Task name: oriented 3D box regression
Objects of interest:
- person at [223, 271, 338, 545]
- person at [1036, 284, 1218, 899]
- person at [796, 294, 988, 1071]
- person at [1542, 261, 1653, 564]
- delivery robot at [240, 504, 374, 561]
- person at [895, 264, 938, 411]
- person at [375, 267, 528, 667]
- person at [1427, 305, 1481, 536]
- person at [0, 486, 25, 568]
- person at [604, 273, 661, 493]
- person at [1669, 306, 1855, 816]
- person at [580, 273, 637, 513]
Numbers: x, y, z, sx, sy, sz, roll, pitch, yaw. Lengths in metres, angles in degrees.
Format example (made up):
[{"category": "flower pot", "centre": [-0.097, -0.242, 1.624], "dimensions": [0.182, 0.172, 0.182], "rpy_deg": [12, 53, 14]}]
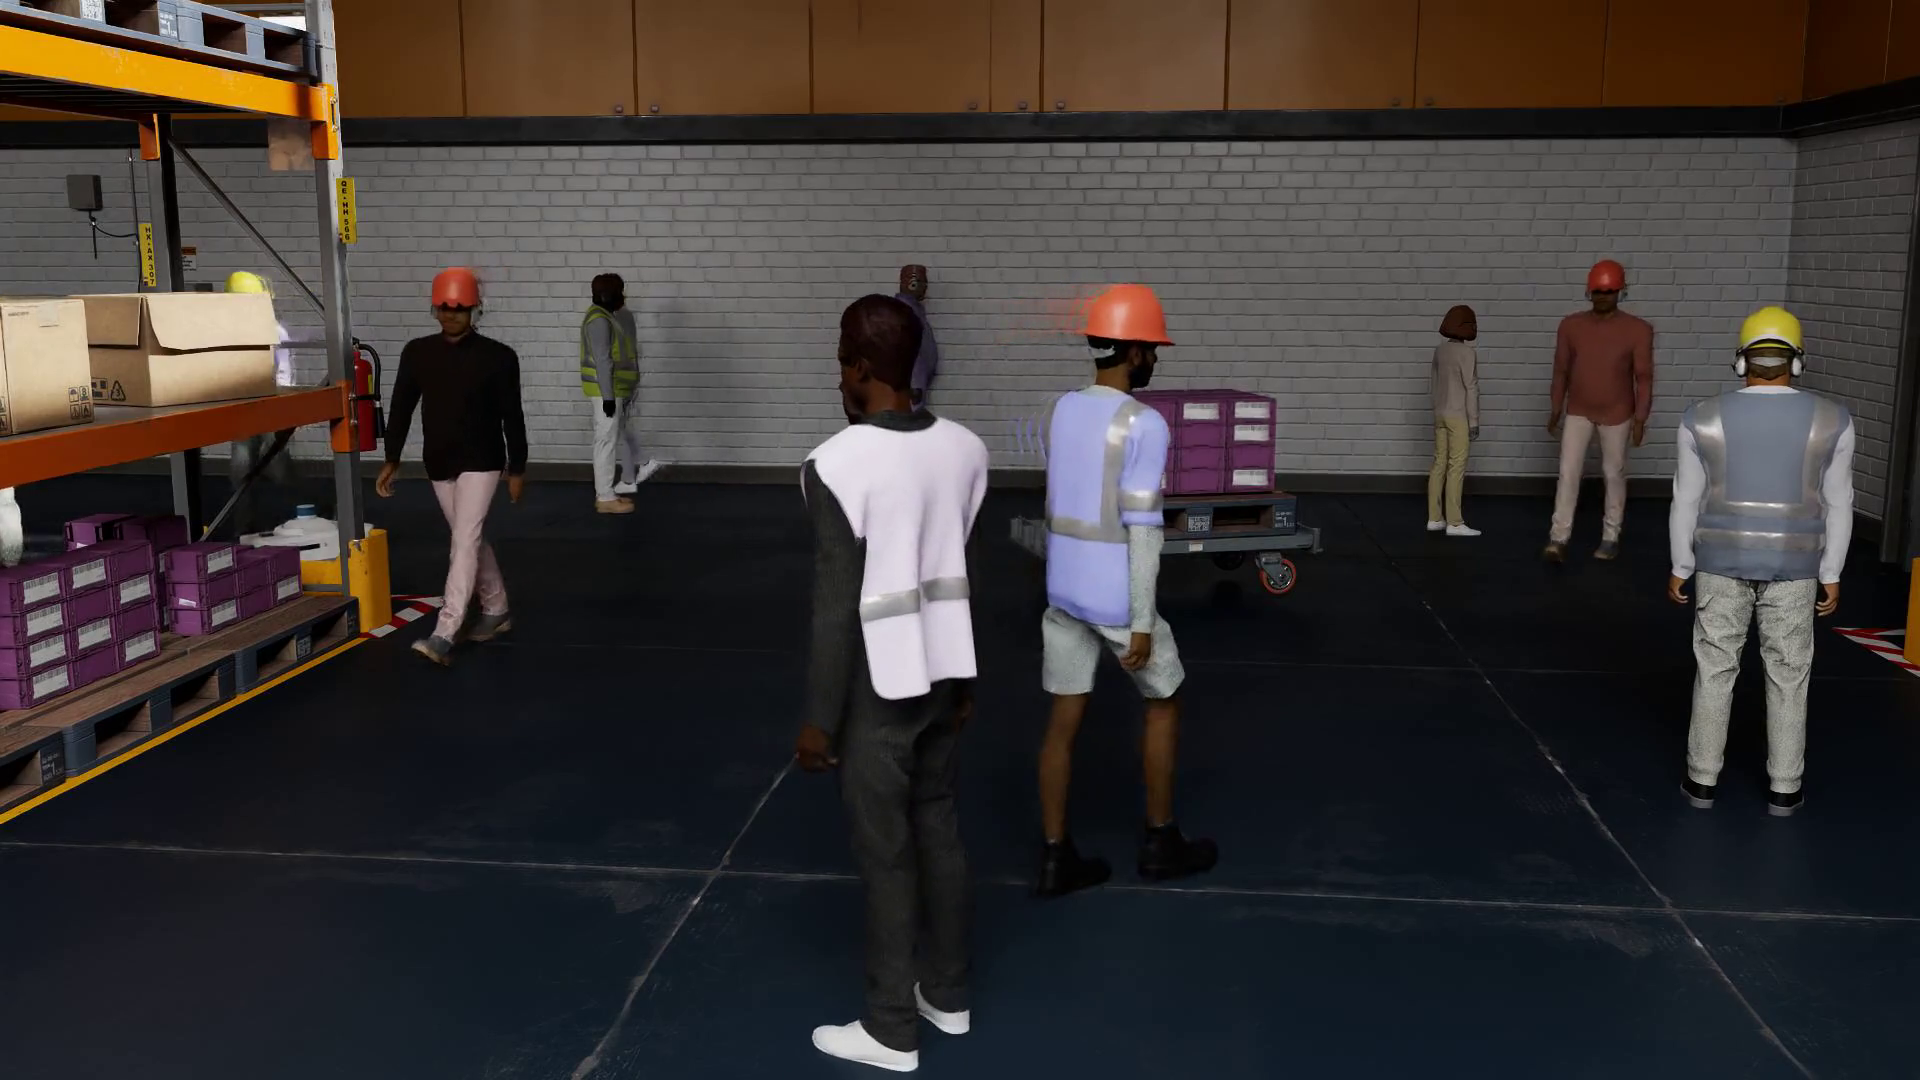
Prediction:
[{"category": "person", "centre": [-4.580, -0.838, 11.051], "dimensions": [0.588, 1.892, 0.856], "rpy_deg": [5, 11, 28]}, {"category": "person", "centre": [0.523, 0.156, 5.273], "dimensions": [0.781, 1.905, 0.567], "rpy_deg": [-8, 13, -40]}, {"category": "person", "centre": [-0.150, 0.357, 4.125], "dimensions": [0.374, 1.915, 0.596], "rpy_deg": [8, 13, 38]}, {"category": "person", "centre": [4.070, -0.798, 10.650], "dimensions": [0.673, 1.942, 0.976], "rpy_deg": [7, 12, 33]}, {"category": "delivery robot", "centre": [-3.748, 0.040, 9.568], "dimensions": [0.477, 0.478, 0.707], "rpy_deg": [7, 12, 36]}, {"category": "person", "centre": [-0.383, -1.304, 13.664], "dimensions": [0.407, 1.908, 0.639], "rpy_deg": [-1, 10, -8]}, {"category": "person", "centre": [-2.505, -0.373, 8.264], "dimensions": [0.623, 1.931, 1.075], "rpy_deg": [2, 10, 14]}, {"category": "person", "centre": [3.525, -0.848, 11.831], "dimensions": [0.285, 1.633, 0.500], "rpy_deg": [-3, 10, -17]}, {"category": "person", "centre": [-5.666, -0.506, 9.409], "dimensions": [0.592, 1.788, 0.875], "rpy_deg": [1, 10, 6]}, {"category": "person", "centre": [-2.792, -1.272, 13.687], "dimensions": [0.440, 1.842, 0.533], "rpy_deg": [-1, 10, -7]}, {"category": "person", "centre": [2.856, 0.082, 5.969], "dimensions": [0.588, 1.823, 0.403], "rpy_deg": [4, 11, 23]}, {"category": "person", "centre": [-2.712, -1.134, 12.875], "dimensions": [0.429, 1.841, 0.636], "rpy_deg": [-2, 10, -12]}]
